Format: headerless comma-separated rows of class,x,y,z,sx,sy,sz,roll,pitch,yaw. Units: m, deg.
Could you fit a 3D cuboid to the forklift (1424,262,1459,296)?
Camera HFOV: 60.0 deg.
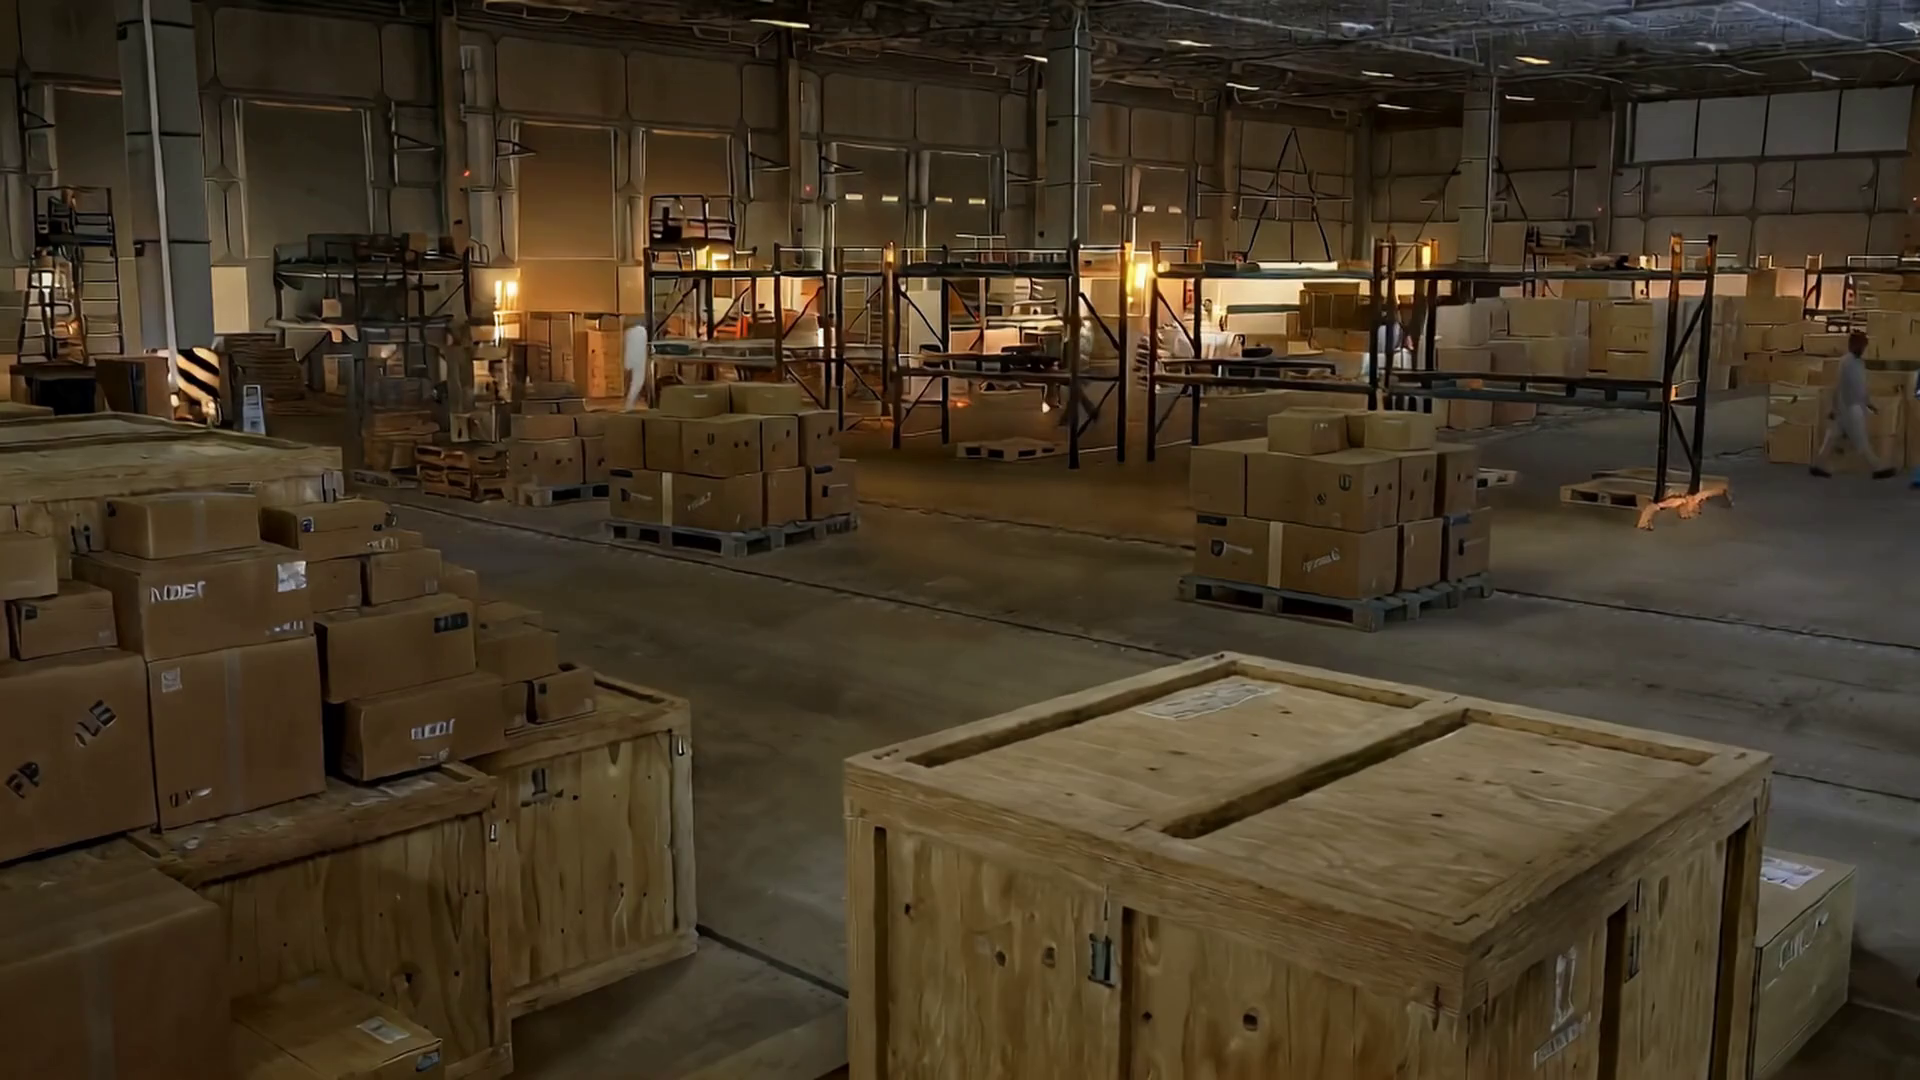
forklift,13.038,-6.150,45.252,1.129,2.768,1.873,1,9,6

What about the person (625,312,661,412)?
person,-5.635,-3.119,29.695,0.640,1.883,0.974,8,12,42

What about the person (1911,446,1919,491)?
person,11.713,-1.494,19.641,0.758,1.917,0.634,6,11,34

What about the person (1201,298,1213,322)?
person,6.123,-5.053,41.412,0.361,1.938,0.545,4,10,21

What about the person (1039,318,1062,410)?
person,1.724,-3.323,31.432,0.490,1.736,0.325,-5,10,-26

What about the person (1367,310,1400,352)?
person,7.983,-3.382,31.339,0.643,1.885,0.686,0,9,-1

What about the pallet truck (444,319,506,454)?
pallet truck,-6.981,-1.942,22.150,1.885,1.965,0.823,1,9,9

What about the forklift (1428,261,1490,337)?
forklift,11.914,-5.091,38.758,1.873,2.768,1.129,9,13,43

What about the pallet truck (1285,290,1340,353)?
pallet truck,11.297,-6.951,52.861,1.885,1.965,0.823,-5,11,-29

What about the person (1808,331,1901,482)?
person,11.286,-1.684,20.929,1.057,1.872,0.630,5,11,29

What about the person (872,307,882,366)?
person,-2.190,-5.395,44.451,0.314,1.633,0.519,-1,9,-6

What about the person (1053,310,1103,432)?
person,1.958,-2.804,27.307,0.959,2.000,0.677,-4,10,-23
